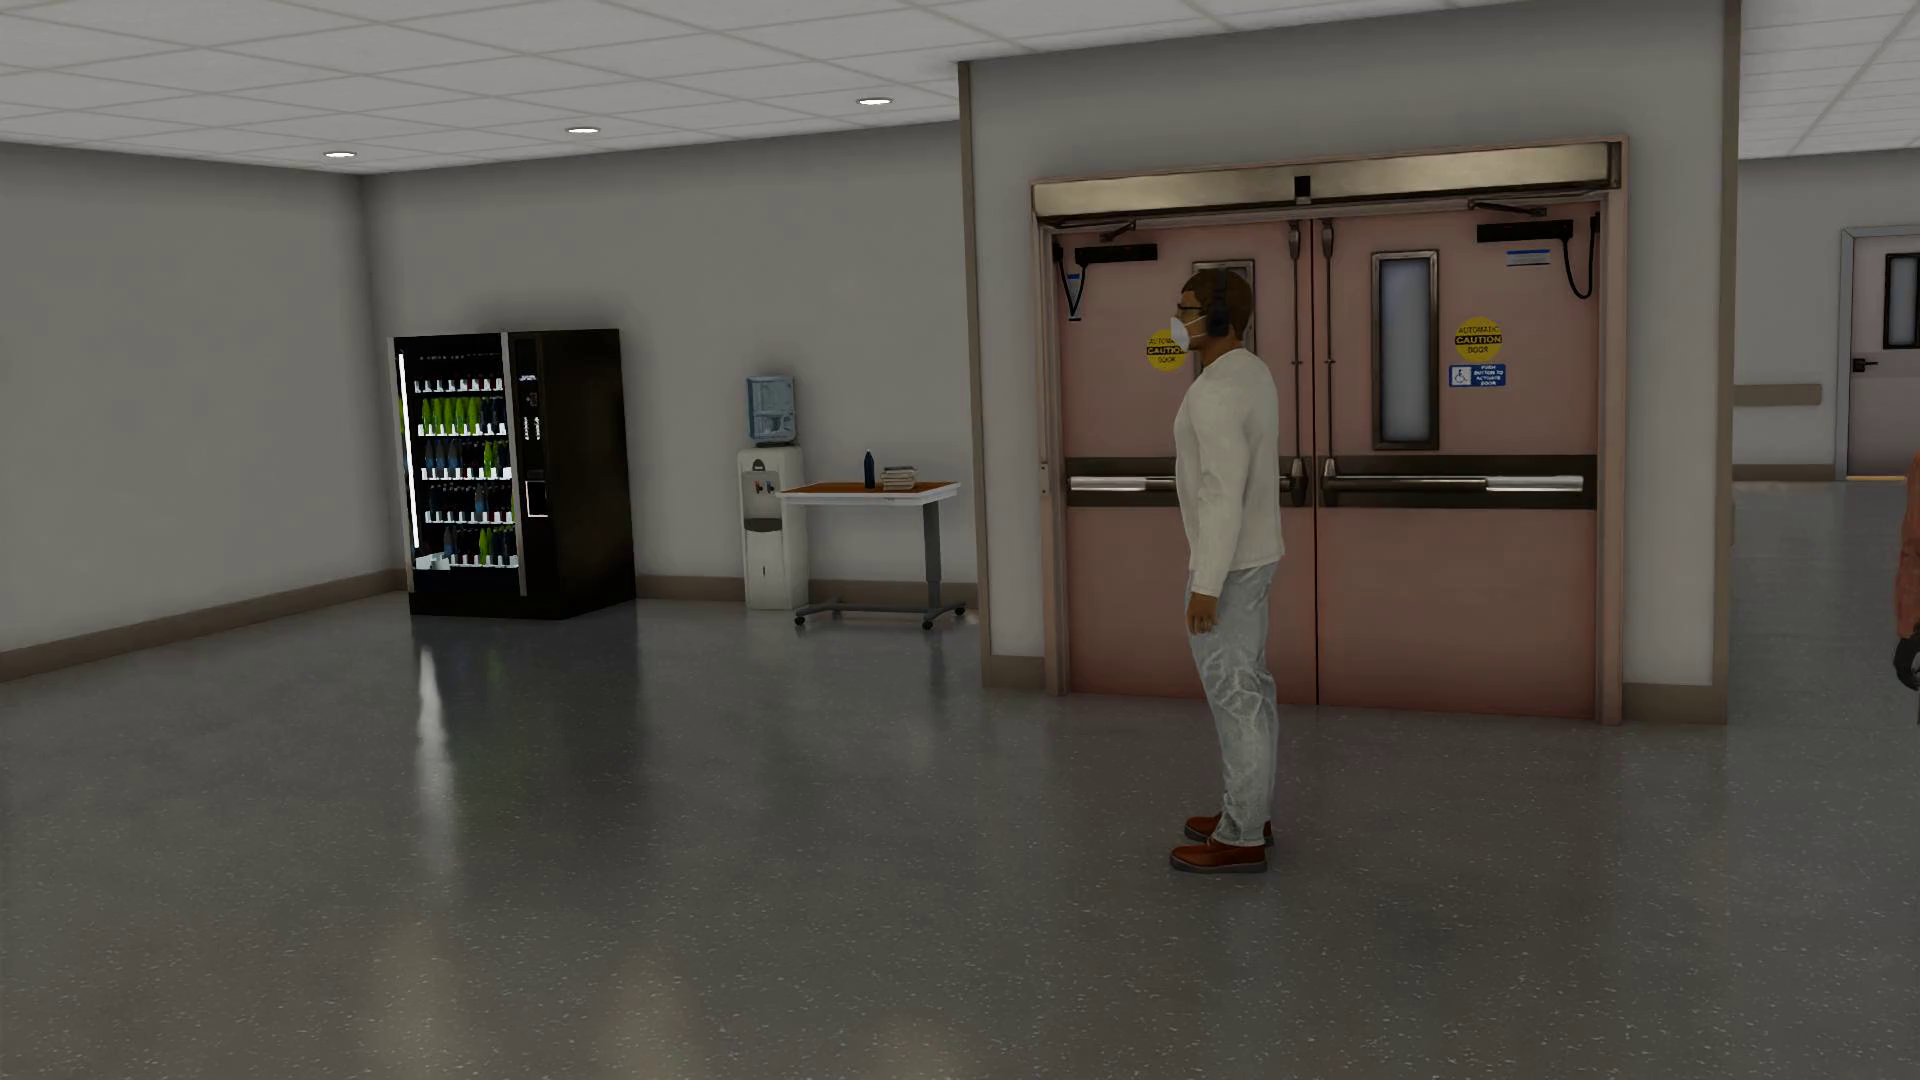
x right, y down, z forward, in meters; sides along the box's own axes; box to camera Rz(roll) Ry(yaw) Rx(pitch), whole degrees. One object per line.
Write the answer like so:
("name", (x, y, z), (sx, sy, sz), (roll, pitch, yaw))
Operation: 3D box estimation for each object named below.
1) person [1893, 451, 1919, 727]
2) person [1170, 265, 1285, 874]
("person", (2.864, 0.276, 4.567), (0.527, 1.616, 0.629), (2, 9, 32))
("person", (0.853, 0.097, 5.358), (0.370, 1.940, 0.631), (0, 8, 18))
